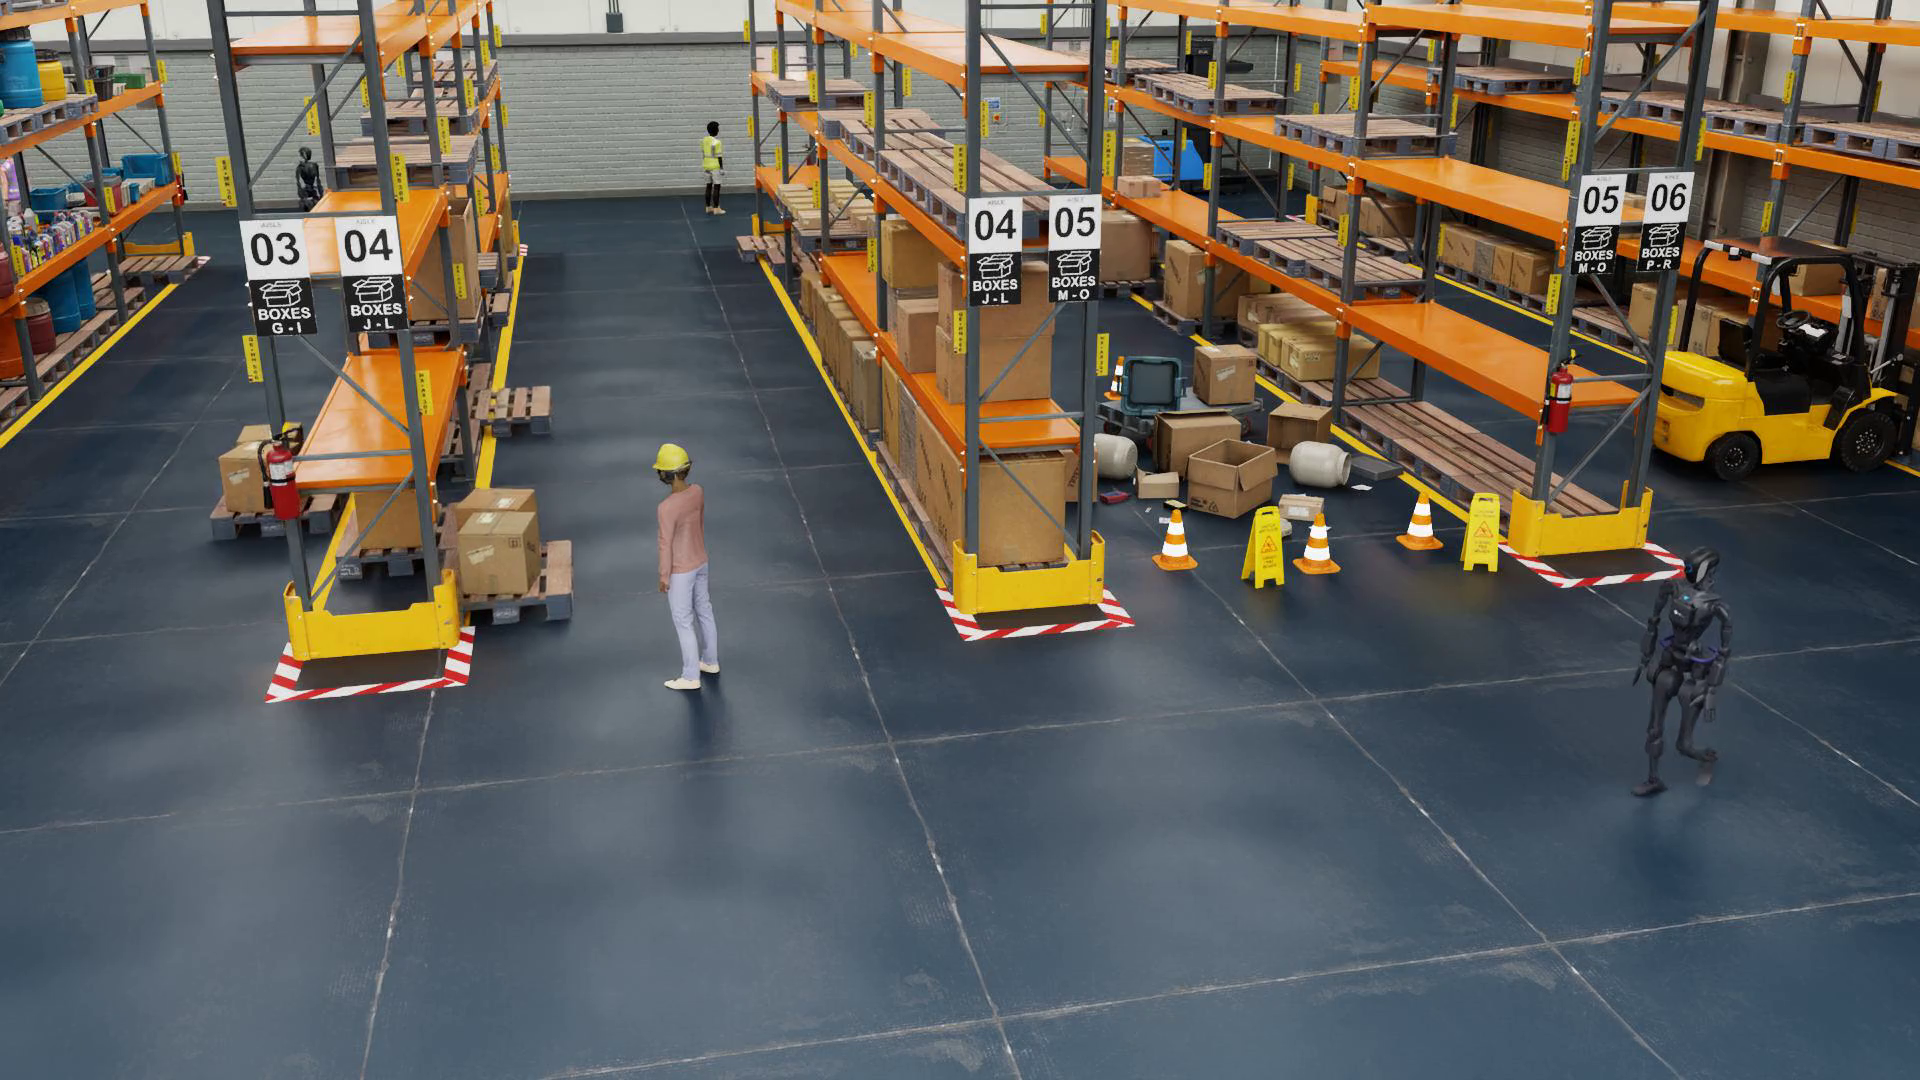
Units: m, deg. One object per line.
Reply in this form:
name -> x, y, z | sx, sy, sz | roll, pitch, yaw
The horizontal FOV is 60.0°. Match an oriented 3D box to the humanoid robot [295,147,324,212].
humanoid robot -> -10.774, -5.665, 27.454 | 0.643, 1.634, 0.616 | 7, 21, 18

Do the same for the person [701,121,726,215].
person -> -4.531, -6.834, 30.569 | 0.539, 1.686, 0.323 | 18, 27, 39

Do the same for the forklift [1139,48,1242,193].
forklift -> 4.566, -8.313, 32.860 | 1.873, 2.768, 1.129 | -4, 21, -12

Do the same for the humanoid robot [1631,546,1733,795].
humanoid robot -> 4.421, 0.780, 10.073 | 0.505, 1.642, 0.592 | -12, 23, -29

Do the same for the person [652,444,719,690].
person -> -1.941, 0.181, 11.579 | 0.339, 1.758, 0.519 | 8, 22, 20

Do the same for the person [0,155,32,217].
person -> -15.369, -5.564, 27.150 | 0.352, 1.688, 0.488 | 11, 23, 26

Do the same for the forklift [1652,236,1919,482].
forklift -> 8.013, -1.814, 16.330 | 2.313, 2.155, 1.214 | -4, 21, -12
